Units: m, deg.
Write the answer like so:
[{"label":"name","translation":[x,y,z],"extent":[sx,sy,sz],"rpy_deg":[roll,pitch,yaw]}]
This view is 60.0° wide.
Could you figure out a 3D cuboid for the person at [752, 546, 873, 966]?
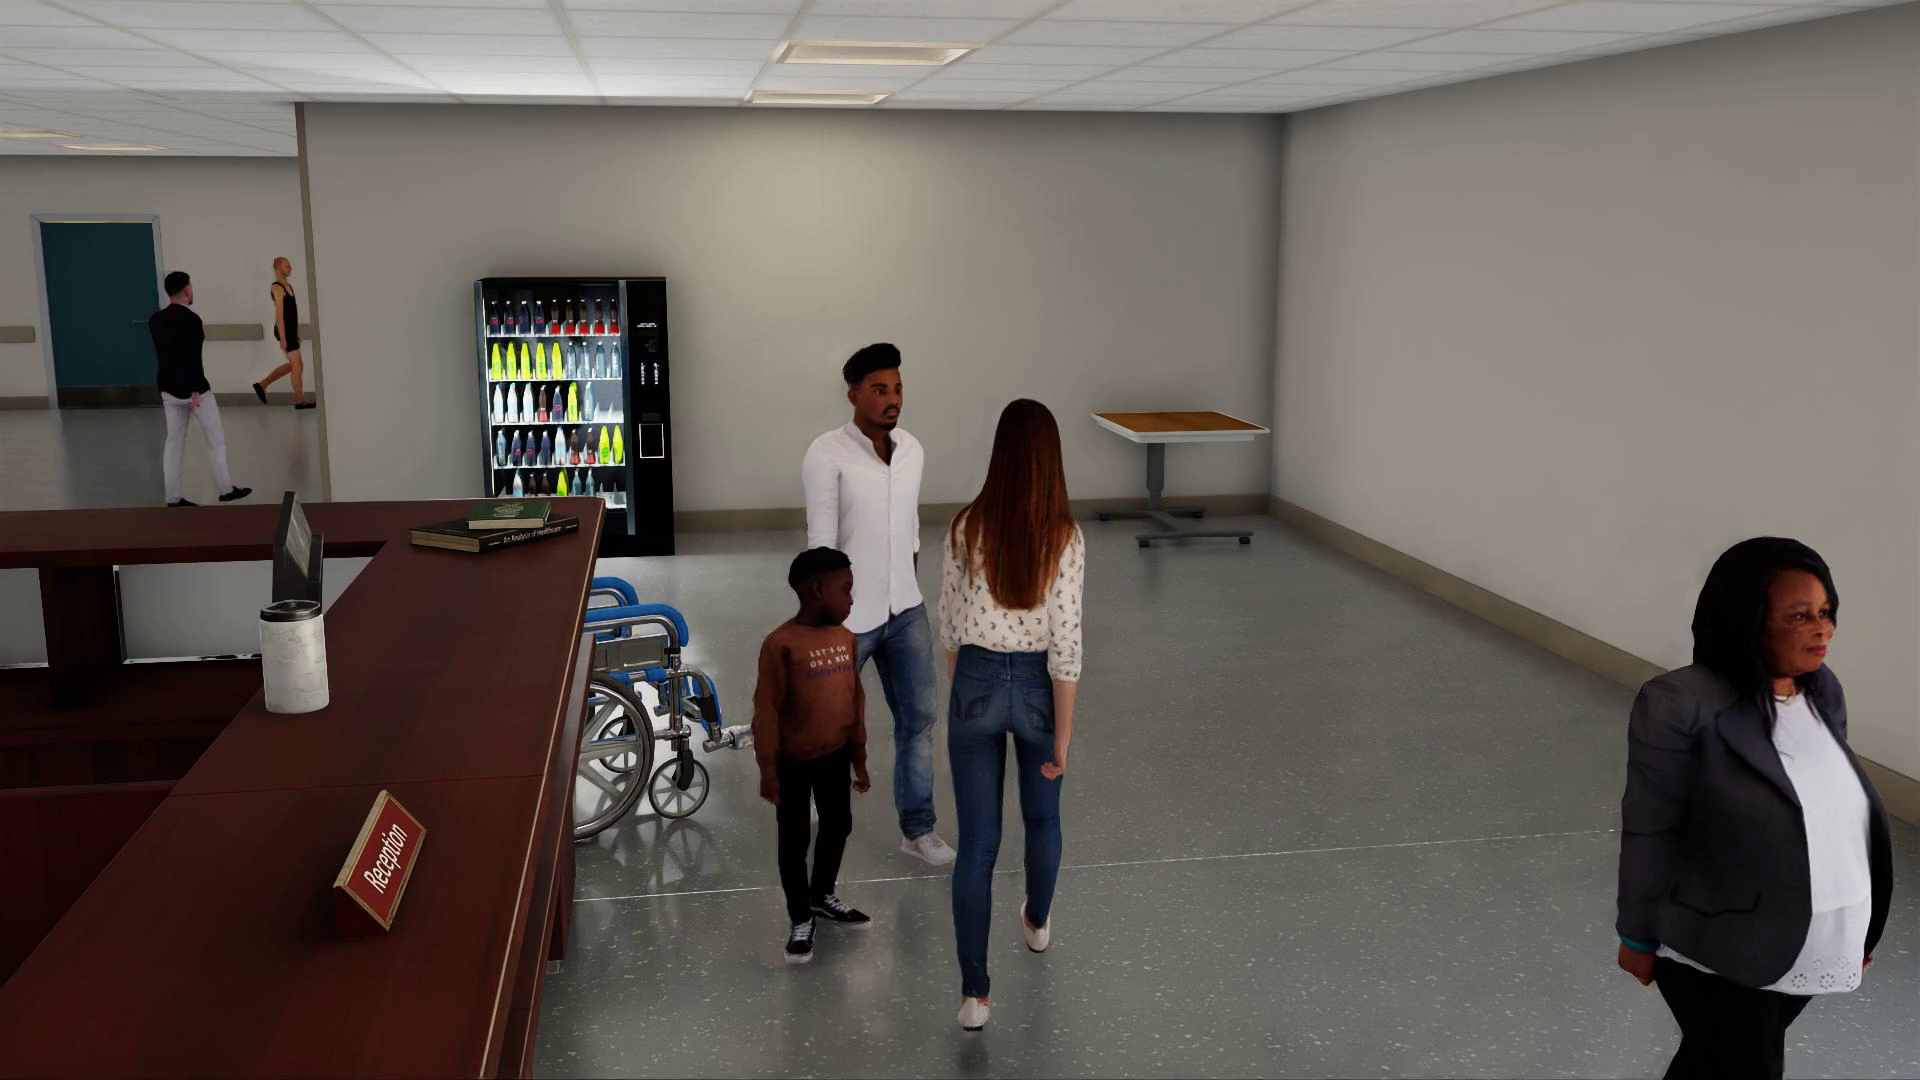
[{"label":"person","translation":[-0.466,0.641,5.018],"extent":[0.576,1.241,0.684],"rpy_deg":[-4,12,-22]}]

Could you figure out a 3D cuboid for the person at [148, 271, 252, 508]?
[{"label":"person","translation":[-5.993,-1.108,12.691],"extent":[1.029,1.816,0.996],"rpy_deg":[4,11,18]}]

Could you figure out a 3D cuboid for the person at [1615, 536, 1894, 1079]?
[{"label":"person","translation":[1.533,0.782,3.400],"extent":[0.985,1.568,0.934],"rpy_deg":[-7,13,-31]}]

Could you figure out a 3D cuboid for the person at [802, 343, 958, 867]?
[{"label":"person","translation":[-0.381,0.220,5.815],"extent":[1.195,1.772,1.048],"rpy_deg":[-7,13,-34]}]

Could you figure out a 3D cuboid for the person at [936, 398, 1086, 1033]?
[{"label":"person","translation":[0.116,0.502,4.550],"extent":[1.139,1.689,0.832],"rpy_deg":[1,11,5]}]

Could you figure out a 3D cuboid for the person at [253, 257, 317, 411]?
[{"label":"person","translation":[-8.080,-2.437,19.745],"extent":[0.968,1.799,0.704],"rpy_deg":[-3,11,-13]}]
